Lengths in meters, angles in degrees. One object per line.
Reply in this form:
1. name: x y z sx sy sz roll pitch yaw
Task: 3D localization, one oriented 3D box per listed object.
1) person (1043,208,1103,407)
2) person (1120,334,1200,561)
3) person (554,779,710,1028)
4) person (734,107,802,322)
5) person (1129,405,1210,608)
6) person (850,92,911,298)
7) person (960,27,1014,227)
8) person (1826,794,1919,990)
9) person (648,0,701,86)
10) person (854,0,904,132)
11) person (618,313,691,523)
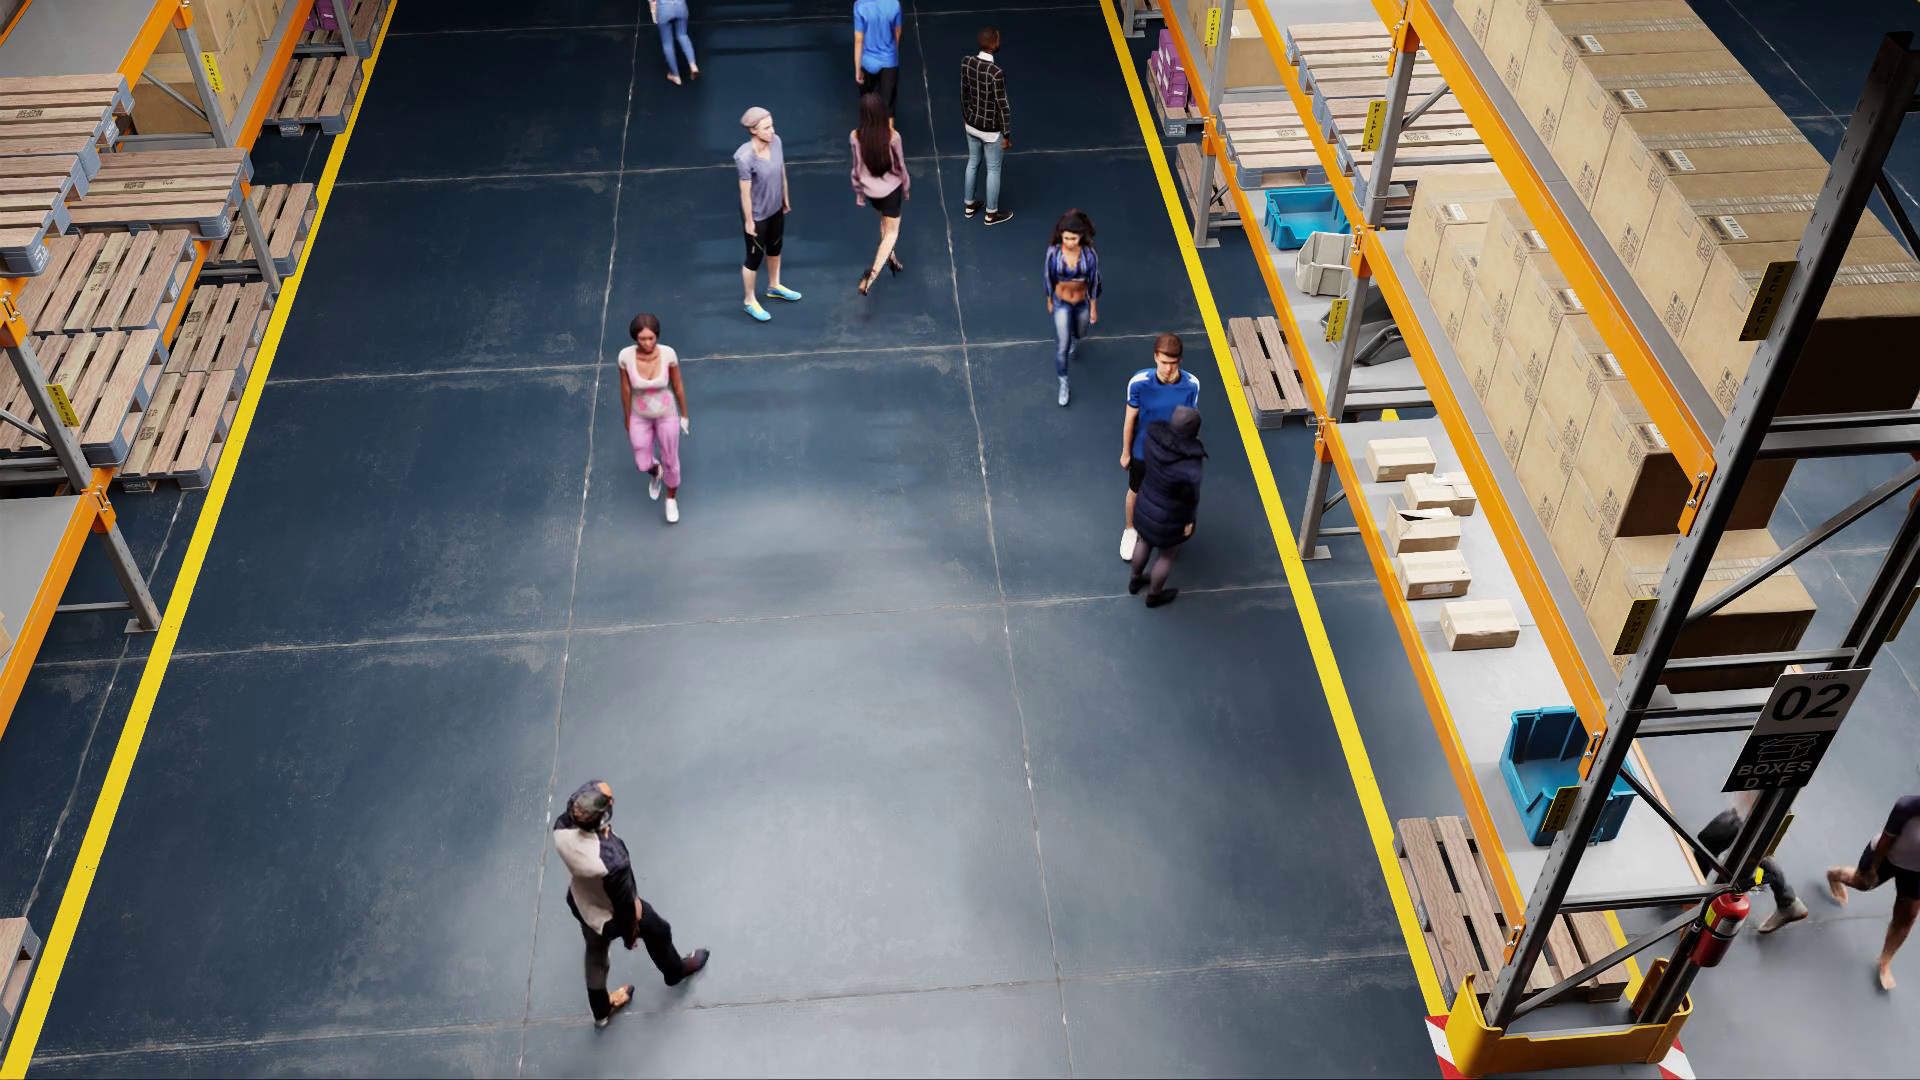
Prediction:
1. person: 0.879 -1.868 12.897 0.694 1.597 1.035 2 44 2
2. person: 1.369 -0.650 11.424 0.653 1.866 0.549 -4 44 -4
3. person: -1.906 1.964 8.679 1.001 1.868 1.076 27 50 25
4. person: -1.616 -2.669 13.533 0.805 1.880 0.734 27 50 26
5. person: 1.358 -0.218 11.114 0.846 1.668 0.758 -28 50 -26
6. person: -0.666 -2.792 13.733 0.898 1.781 1.127 14 45 14
7. person: 0.212 -3.627 14.581 0.735 1.820 0.796 30 51 28
8. person: 5.168 1.708 9.191 0.681 1.532 1.022 1 44 1
9. person: -2.812 -5.207 16.399 0.788 1.601 0.885 -24 49 -23
10. person: -0.724 -4.297 15.293 0.607 1.810 1.231 -4 44 -4
11. person: -2.166 -0.912 11.794 0.626 1.735 0.695 -6 44 -6
